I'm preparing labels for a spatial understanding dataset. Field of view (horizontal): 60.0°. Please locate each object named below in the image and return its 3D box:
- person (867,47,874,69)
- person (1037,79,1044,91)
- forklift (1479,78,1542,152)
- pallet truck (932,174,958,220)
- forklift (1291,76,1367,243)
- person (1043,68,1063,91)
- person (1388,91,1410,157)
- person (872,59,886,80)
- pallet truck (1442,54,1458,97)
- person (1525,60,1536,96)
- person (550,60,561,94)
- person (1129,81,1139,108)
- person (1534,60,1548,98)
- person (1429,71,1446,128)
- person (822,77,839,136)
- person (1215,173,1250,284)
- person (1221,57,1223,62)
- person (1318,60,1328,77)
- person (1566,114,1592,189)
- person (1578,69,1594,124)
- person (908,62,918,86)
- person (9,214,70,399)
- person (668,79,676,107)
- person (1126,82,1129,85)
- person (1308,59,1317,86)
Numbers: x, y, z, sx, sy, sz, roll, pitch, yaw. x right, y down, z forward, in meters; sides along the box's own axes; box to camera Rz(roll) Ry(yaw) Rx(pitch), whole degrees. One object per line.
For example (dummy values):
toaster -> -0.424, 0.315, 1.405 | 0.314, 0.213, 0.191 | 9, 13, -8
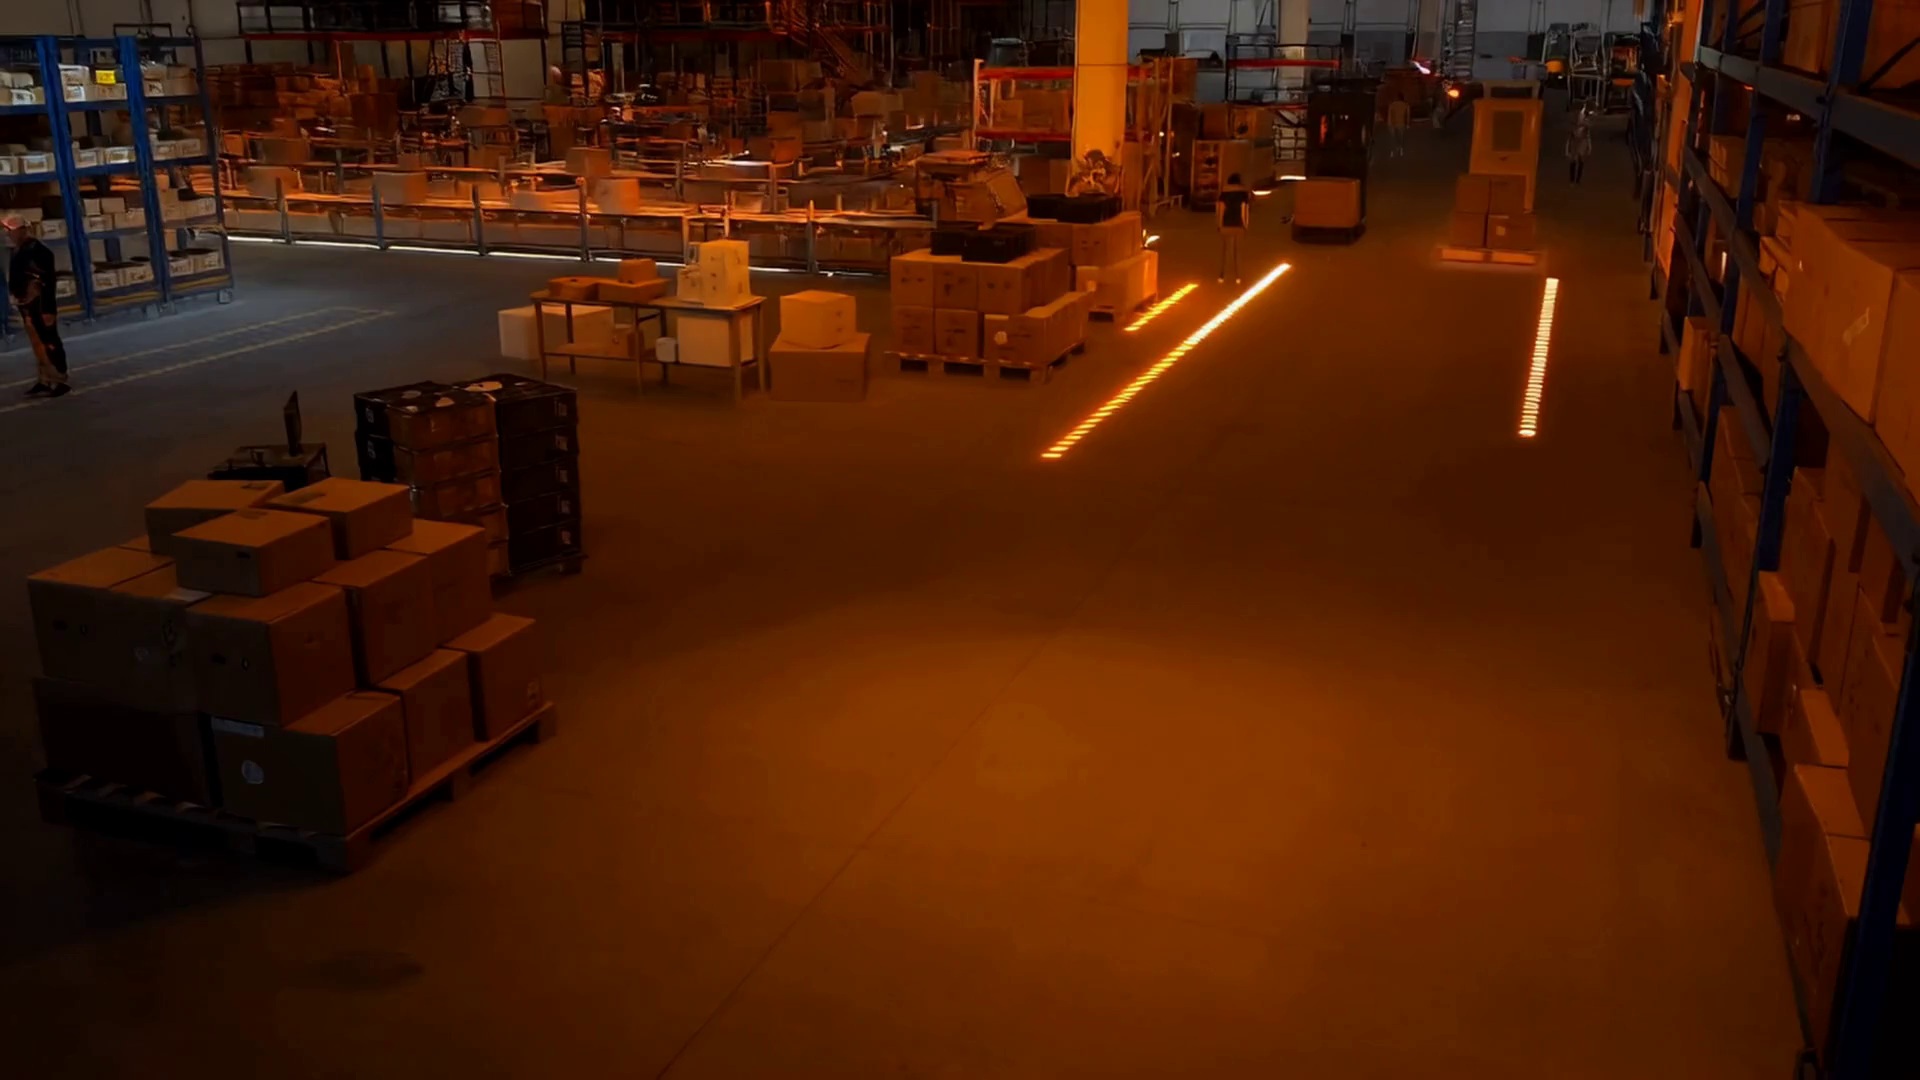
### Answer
person -> -5.134, -26.890, 94.128 | 0.674, 1.973, 0.617 | -4, 18, -13
person -> 3.457, -19.154, 70.009 | 0.431, 1.851, 0.550 | -12, 22, -34
forklift -> 9.320, -6.463, 28.462 | 1.129, 2.768, 1.873 | 6, 19, 19
pallet truck -> -0.507, -5.292, 27.348 | 0.653, 1.274, 1.630 | 6, 19, 19
forklift -> 6.598, -6.755, 29.381 | 1.129, 2.768, 1.873 | 6, 19, 19
person -> 3.345, -15.859, 59.350 | 0.688, 2.000, 0.536 | 6, 18, 17
person -> 12.236, -11.611, 46.434 | 0.589, 1.769, 0.963 | 7, 19, 21
person -> -3.727, -21.335, 76.956 | 0.639, 1.807, 0.810 | -5, 18, -17
pallet truck -> 22.765, -21.886, 78.355 | 0.823, 1.965, 1.885 | -4, 18, -14
person -> 27.117, -21.969, 79.102 | 0.540, 1.696, 0.317 | 12, 21, 33
person -> -17.721, -20.087, 72.924 | 0.579, 1.869, 0.577 | 11, 21, 31
person -> 5.740, -14.491, 55.646 | 0.551, 1.676, 0.611 | 7, 19, 20
person -> 26.775, -21.226, 76.716 | 0.539, 1.734, 0.838 | 8, 19, 23
person -> 16.556, -15.206, 57.483 | 0.412, 1.923, 0.569 | 0, 18, 0
person -> -4.205, -14.116, 54.175 | 0.514, 1.856, 0.390 | 4, 18, 13
person -> 4.044, -4.624, 24.709 | 0.507, 1.632, 0.274 | 3, 18, 9
person -> 11.987, -21.578, 77.598 | 1.013, 1.874, 0.575 | 14, 22, 38
person -> 16.068, -20.469, 74.188 | 0.638, 1.819, 0.650 | 0, 18, 1
person -> 14.189, -8.931, 38.167 | 0.542, 1.677, 0.672 | 4, 18, 12
person -> 22.493, -15.932, 59.744 | 0.361, 1.938, 0.546 | 2, 18, 7
person -> -1.877, -17.561, 64.733 | 0.545, 2.022, 0.620 | -4, 18, -11
person -> -9.682, -2.441, 17.407 | 0.643, 1.909, 0.410 | 13, 22, 35
person -> -9.562, -14.435, 55.322 | 0.327, 1.767, 0.533 | -2, 18, -6
person -> 8.168, -22.907, 81.694 | 0.690, 1.921, 0.633 | 9, 20, 26
person -> 17.211, -22.695, 81.032 | 0.456, 1.907, 0.611 | 4, 18, 12
